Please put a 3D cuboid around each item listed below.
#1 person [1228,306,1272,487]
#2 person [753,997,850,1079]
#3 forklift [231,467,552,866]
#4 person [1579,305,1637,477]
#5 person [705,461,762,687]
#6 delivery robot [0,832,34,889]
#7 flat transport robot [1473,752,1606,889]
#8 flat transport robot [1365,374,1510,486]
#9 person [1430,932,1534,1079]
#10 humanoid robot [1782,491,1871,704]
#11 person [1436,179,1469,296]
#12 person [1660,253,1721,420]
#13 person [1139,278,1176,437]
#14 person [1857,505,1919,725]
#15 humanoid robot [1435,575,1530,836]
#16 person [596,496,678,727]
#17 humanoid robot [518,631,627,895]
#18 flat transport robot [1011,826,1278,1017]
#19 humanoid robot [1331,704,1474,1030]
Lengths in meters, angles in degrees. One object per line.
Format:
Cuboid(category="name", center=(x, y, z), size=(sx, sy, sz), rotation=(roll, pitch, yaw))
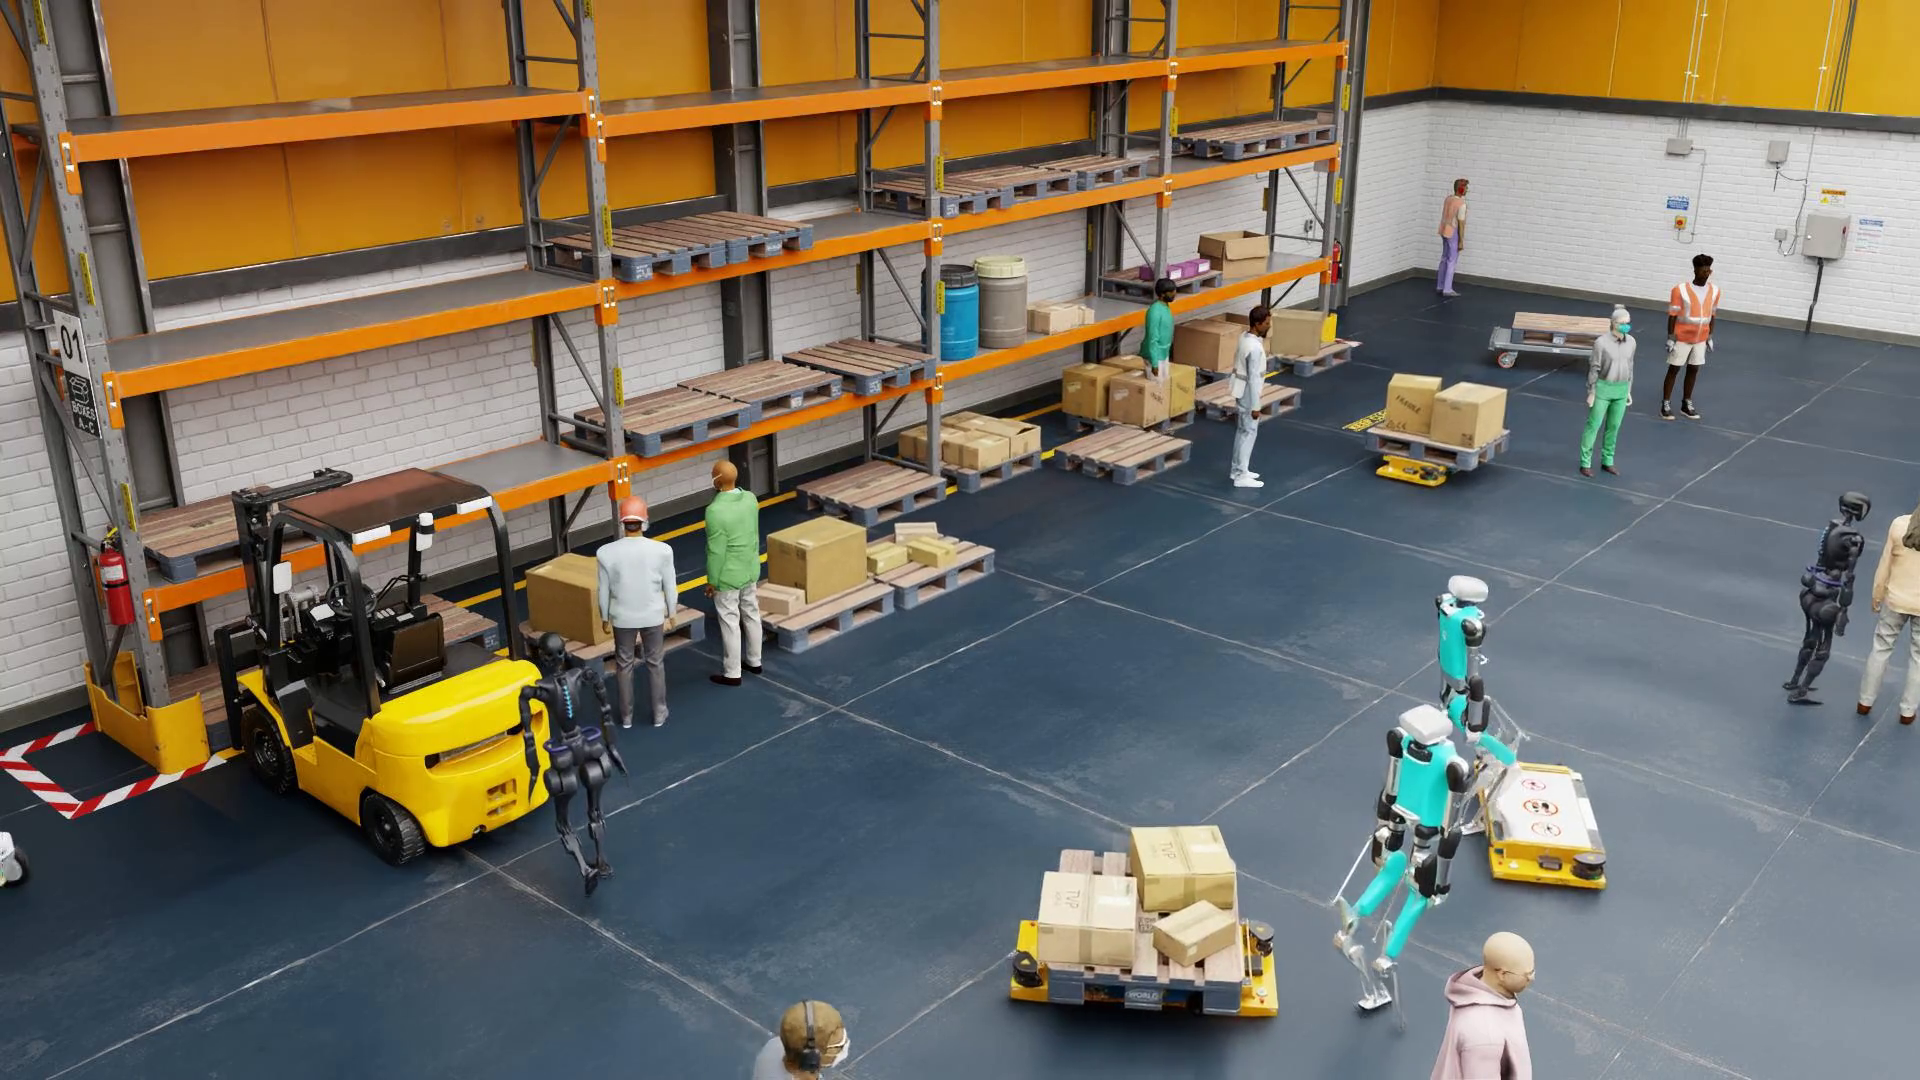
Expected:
Cuboid(category="person", center=(2.990, -1.481, 17.208), size=(0.408, 1.906, 0.596), rotation=(-1, 20, -2))
Cuboid(category="person", center=(-0.485, 2.547, 6.289), size=(0.877, 1.902, 0.656), rotation=(-6, 21, -15))
Cuboid(category="forklift", center=(-3.730, 0.710, 10.856), size=(2.313, 2.155, 1.214), rotation=(17, 26, 38))
Cuboid(category="person", center=(6.863, -1.578, 17.559), size=(0.522, 1.839, 0.326), rotation=(-4, 21, -11))
Cuboid(category="person", center=(-1.736, 0.250, 12.689), size=(0.384, 1.785, 0.539), rotation=(14, 24, 33))
Cuboid(category="delivery robot", center=(-6.003, 1.943, 9.901), size=(0.812, 0.614, 0.499), rotation=(2, 20, 6))
Cuboid(category="flat transport robot", center=(3.715, 1.780, 10.727), size=(0.659, 0.231, 1.431), rotation=(4, 21, 11))
Cuboid(category="flat transport robot", center=(5.121, -0.877, 17.927), size=(0.659, 0.231, 1.431), rotation=(16, 26, 37))
Cuboid(category="person", center=(2.122, 2.397, 6.873), size=(0.403, 1.781, 0.522), rotation=(5, 21, 14))
Cuboid(category="humanoid robot", center=(6.465, 0.412, 12.416), size=(0.342, 1.645, 0.588), rotation=(2, 20, 5))
Cuboid(category="person", center=(7.751, -4.761, 26.196), size=(0.393, 1.837, 0.558), rotation=(-5, 21, -13))
Cuboid(category="person", center=(8.603, -2.392, 19.585), size=(0.603, 1.966, 0.368), rotation=(-3, 20, -8))
Cuboid(category="person", center=(2.226, -2.057, 18.858), size=(0.399, 1.841, 0.507), rotation=(10, 22, 24))
Cuboid(category="person", center=(6.911, 0.451, 12.034), size=(0.565, 1.866, 0.405), rotation=(14, 24, 33))
Cuboid(category="humanoid robot", center=(3.325, 1.064, 10.540), size=(0.714, 1.783, 0.537), rotation=(-3, 20, -7))
Cuboid(category="person", center=(-2.319, 0.523, 12.011), size=(0.572, 1.739, 0.351), rotation=(-4, 21, -10))
Cuboid(category="humanoid robot", center=(-2.266, 1.332, 9.911), size=(0.609, 1.630, 0.489), rotation=(-13, 24, -31))
Cuboid(category="flat transport robot", center=(1.024, 2.332, 9.232), size=(1.431, 0.231, 0.659), rotation=(2, 20, 7))
Cuboid(category="humanoid robot", center=(2.224, 1.763, 8.683), size=(0.685, 1.821, 0.539), rotation=(-11, 23, -28))
